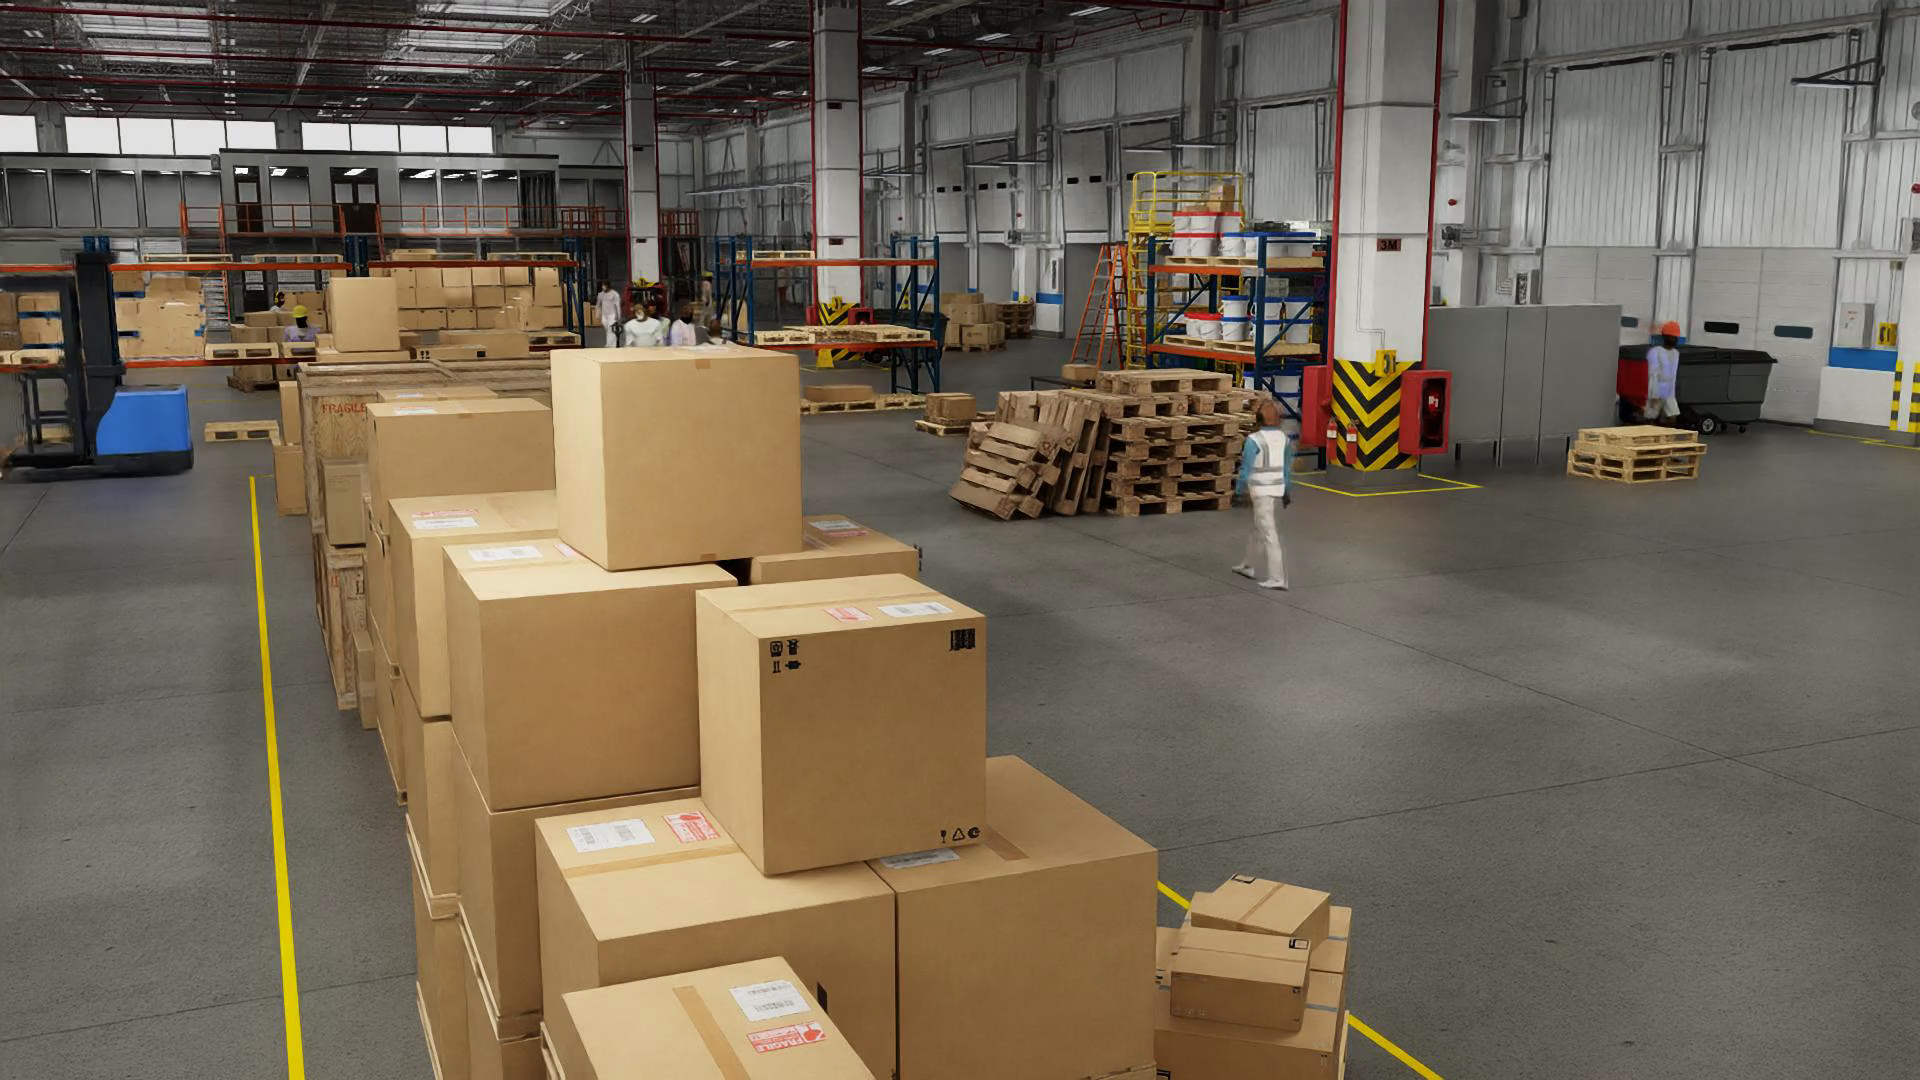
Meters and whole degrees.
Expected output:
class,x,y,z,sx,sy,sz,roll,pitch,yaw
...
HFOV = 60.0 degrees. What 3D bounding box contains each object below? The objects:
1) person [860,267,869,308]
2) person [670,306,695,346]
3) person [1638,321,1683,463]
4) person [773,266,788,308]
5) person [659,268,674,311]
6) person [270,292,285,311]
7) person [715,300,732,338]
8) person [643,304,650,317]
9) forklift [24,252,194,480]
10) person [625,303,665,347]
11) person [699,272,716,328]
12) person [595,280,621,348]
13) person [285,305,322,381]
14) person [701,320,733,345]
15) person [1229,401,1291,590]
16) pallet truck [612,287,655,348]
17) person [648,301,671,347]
class,x,y,z,sx,sy,sz,roll,pitch,yaw
person,-3.737,-9.254,62.300,0.617,1.933,0.634,-2,10,-8
person,-4.905,-3.159,29.057,0.535,1.828,0.774,4,11,22
person,9.362,-1.989,22.338,0.556,1.910,0.832,-4,11,-20
person,-7.735,-10.944,71.504,0.643,1.964,0.659,-4,11,-22
person,-11.631,-9.885,66.087,0.631,1.822,0.737,5,11,25
person,-14.590,-4.387,35.700,0.326,1.861,0.499,1,10,5
person,-4.885,-4.192,34.964,0.705,1.718,0.515,-6,12,-31
person,-6.312,-3.903,33.469,0.319,1.693,0.532,-2,10,-9
forklift,-10.844,-2.244,21.052,1.873,2.768,1.129,-4,11,-23
person,-5.405,-3.116,28.591,0.656,1.899,0.603,-1,10,-8
person,-8.332,-8.023,55.640,0.958,1.877,0.607,-3,11,-18
person,-9.290,-5.849,43.637,0.665,1.887,0.983,4,11,19
person,-10.636,-2.844,26.996,0.593,1.922,0.383,-2,10,-11
person,-3.554,-2.278,24.136,0.546,1.826,0.716,-4,11,-21
person,2.556,-0.397,14.386,0.521,1.607,0.794,-9,14,-42
pallet truck,-6.464,-4.406,35.401,0.823,1.965,1.885,6,12,32
person,-5.447,-3.350,29.905,0.601,1.890,0.462,-4,11,-21
